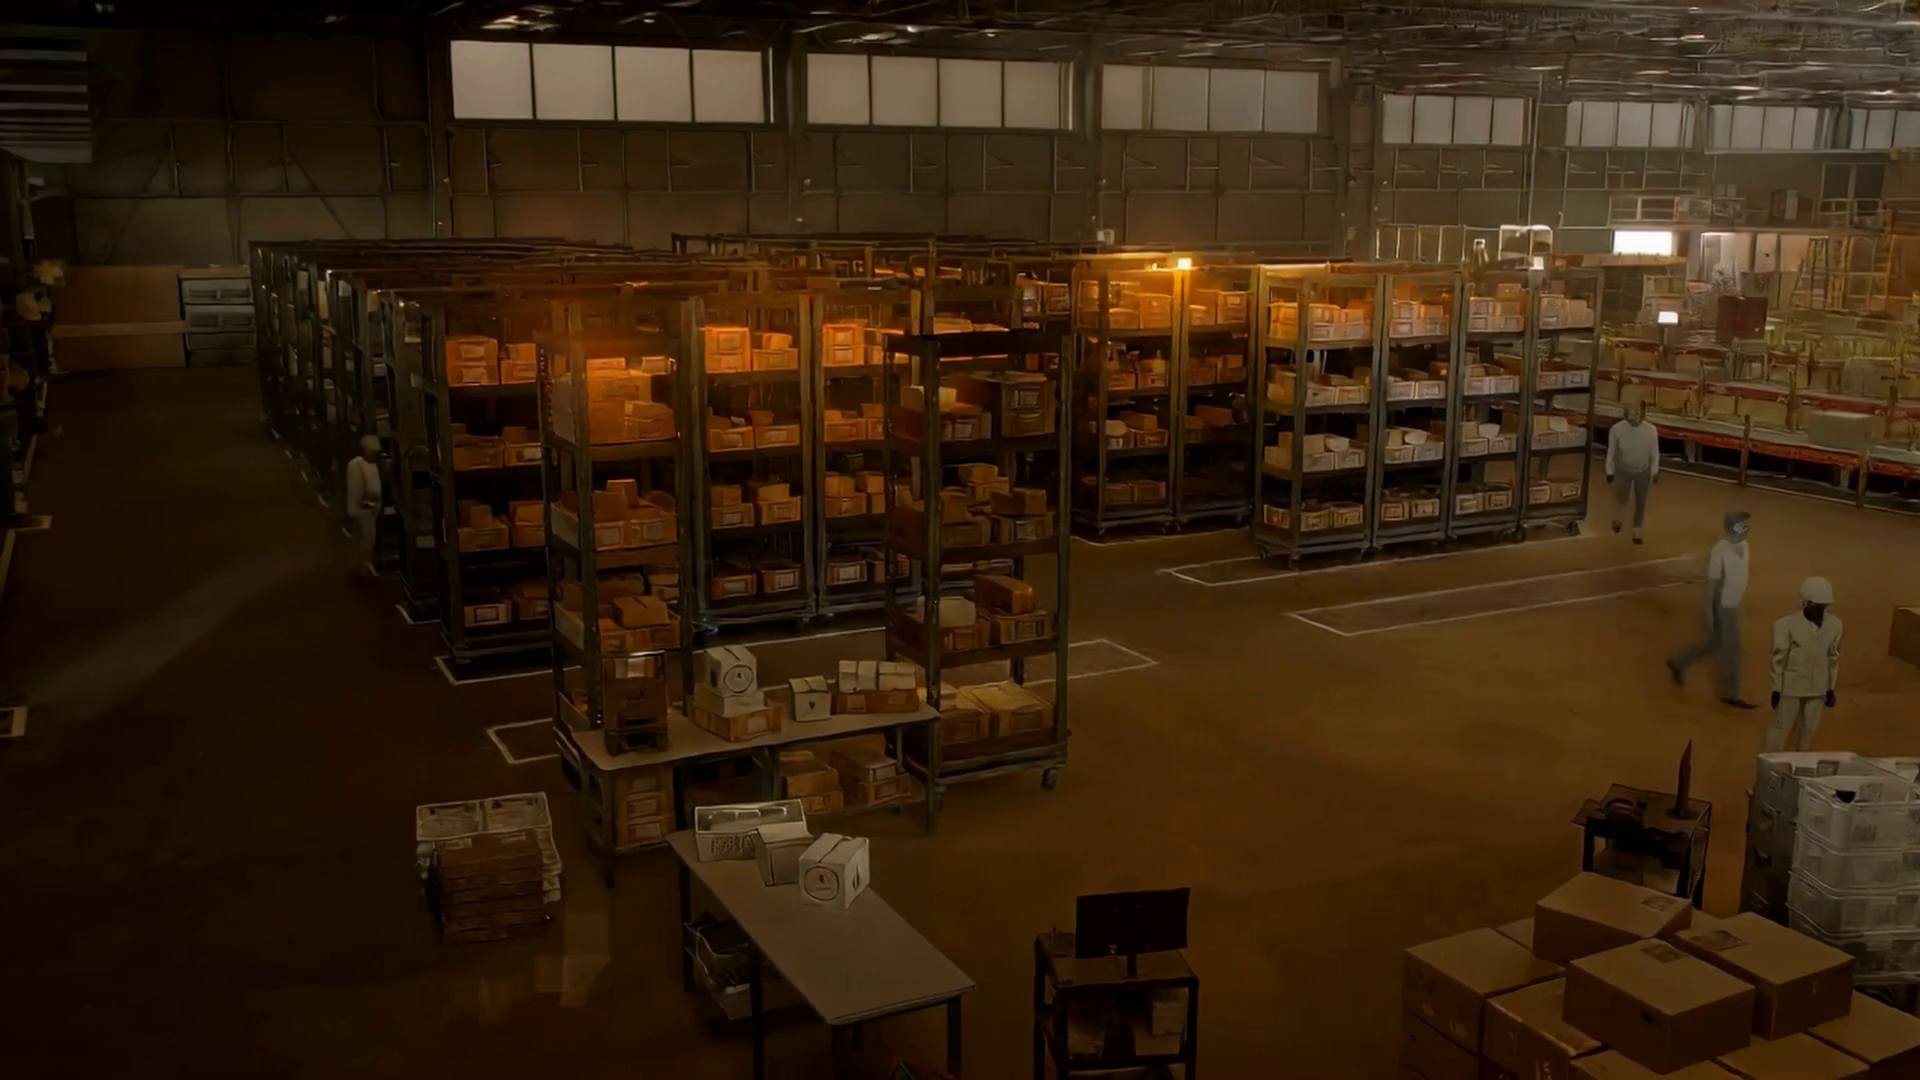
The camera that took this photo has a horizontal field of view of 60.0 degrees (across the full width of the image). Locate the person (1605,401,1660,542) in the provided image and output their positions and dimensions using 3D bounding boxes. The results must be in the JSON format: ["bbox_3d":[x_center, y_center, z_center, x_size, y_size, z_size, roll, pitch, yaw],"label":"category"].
[{"bbox_3d":[8.965,-0.929,22.207,0.672,1.877,0.531,1,12,6],"label":"person"}]

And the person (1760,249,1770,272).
[{"bbox_3d":[35.156,-11.742,72.674,0.362,1.928,0.587,5,13,21],"label":"person"}]

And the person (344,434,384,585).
[{"bbox_3d":[-7.039,-0.352,19.726,0.412,1.786,0.632,2,12,8],"label":"person"}]

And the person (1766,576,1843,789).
[{"bbox_3d":[6.540,1.131,12.869,0.564,1.752,0.339,-2,12,-8],"label":"person"}]

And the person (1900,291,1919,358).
[{"bbox_3d":[25.605,-5.749,44.795,0.530,1.866,0.323,8,15,34],"label":"person"}]

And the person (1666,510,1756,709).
[{"bbox_3d":[6.956,0.590,15.272,0.810,1.813,0.571,12,17,43],"label":"person"}]

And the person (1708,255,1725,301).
[{"bbox_3d":[30.855,-10.673,67.812,0.604,1.864,0.422,6,13,25],"label":"person"}]
